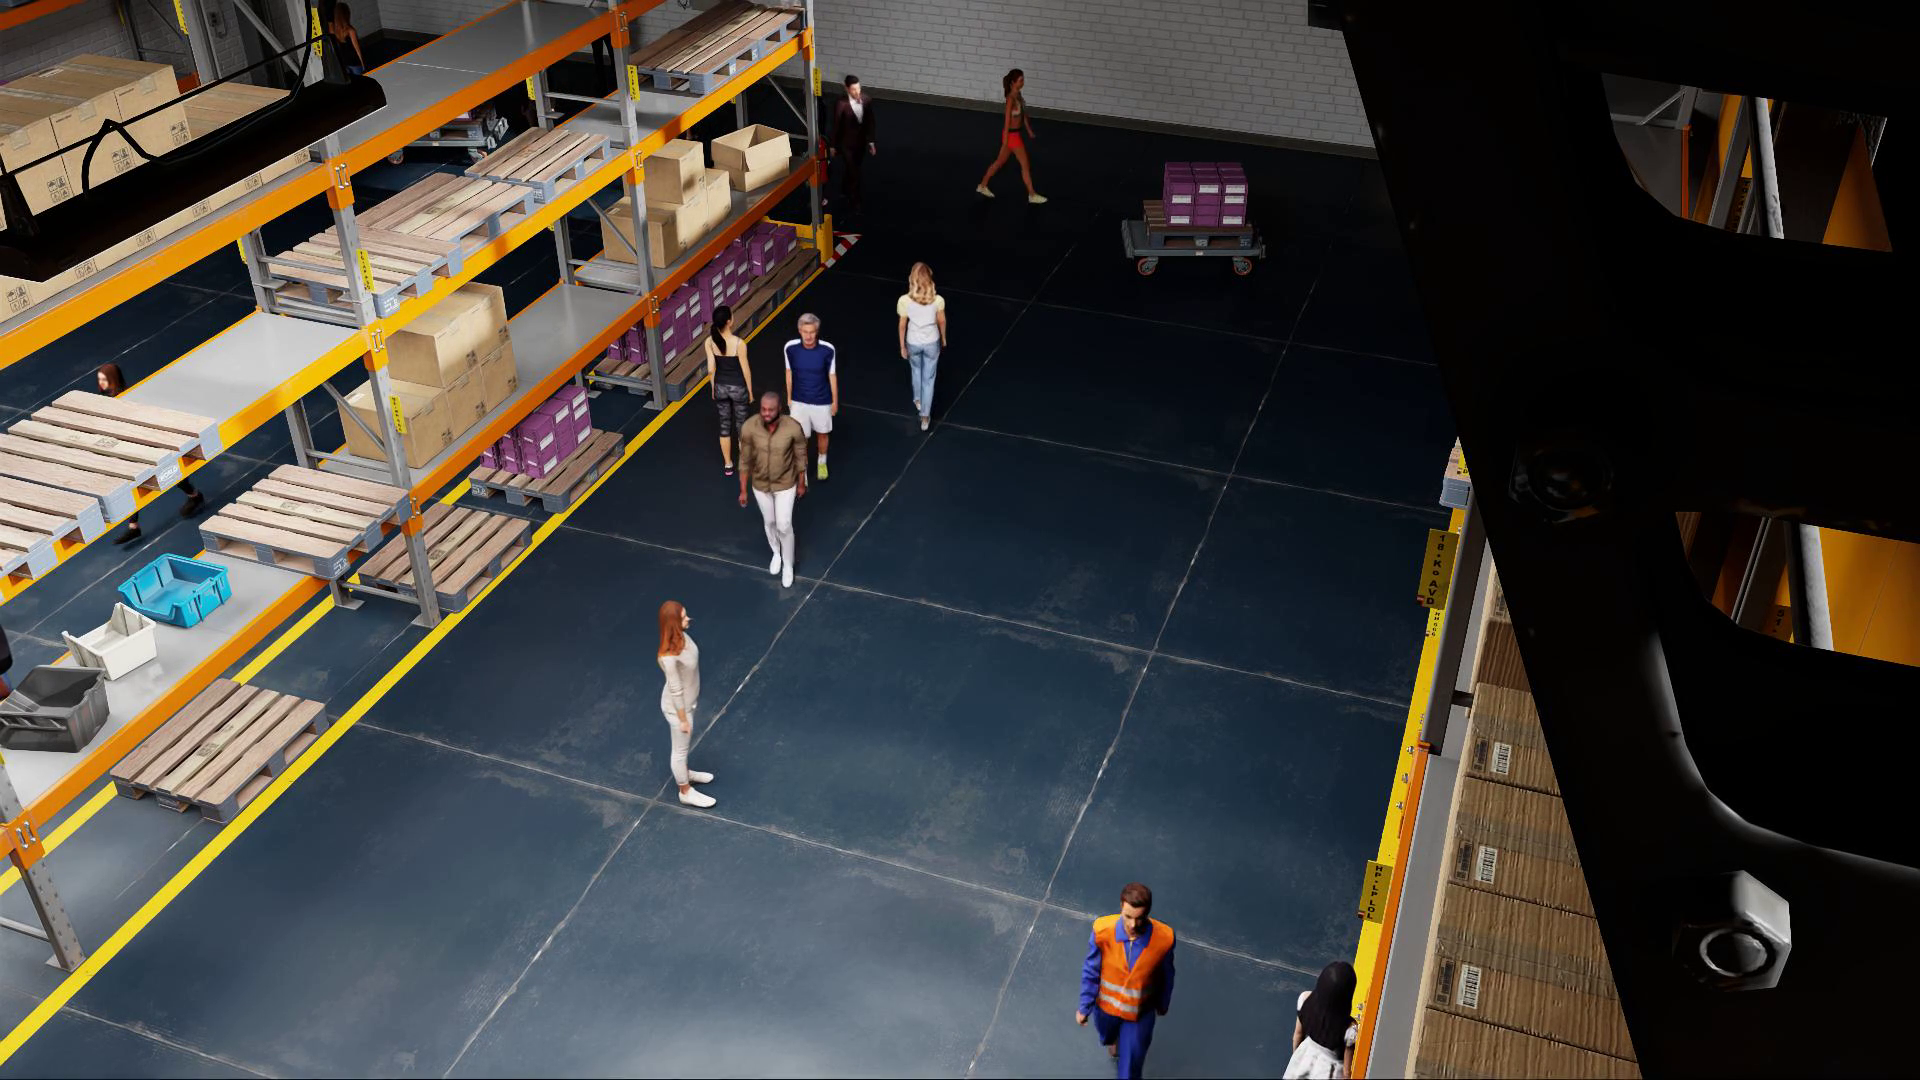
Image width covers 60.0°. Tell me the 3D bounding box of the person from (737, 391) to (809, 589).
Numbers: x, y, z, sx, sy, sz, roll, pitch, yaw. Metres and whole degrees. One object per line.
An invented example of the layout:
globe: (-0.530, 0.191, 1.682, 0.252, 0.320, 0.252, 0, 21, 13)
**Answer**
person: (-1.581, -0.518, 14.272, 0.814, 1.804, 0.817, 5, 34, 7)

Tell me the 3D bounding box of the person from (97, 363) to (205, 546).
person: (-7.265, -0.848, 14.893, 0.745, 1.666, 1.193, 17, 37, 24)

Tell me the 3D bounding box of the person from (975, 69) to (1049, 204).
person: (0.580, -5.149, 21.298, 0.767, 1.740, 1.160, 6, 34, 9)

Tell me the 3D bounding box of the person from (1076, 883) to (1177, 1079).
person: (0.942, 2.603, 9.555, 0.836, 1.828, 1.263, 6, 34, 9)

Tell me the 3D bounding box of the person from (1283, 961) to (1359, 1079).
person: (1.964, 2.962, 9.068, 0.793, 1.769, 0.773, -26, 42, -33)

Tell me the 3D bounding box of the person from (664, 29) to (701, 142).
person: (-3.934, -6.379, 23.315, 0.550, 1.554, 0.549, 15, 36, 21)

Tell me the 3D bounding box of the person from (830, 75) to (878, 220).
person: (-1.388, -5.018, 21.044, 1.182, 1.802, 1.135, -29, 43, -36)

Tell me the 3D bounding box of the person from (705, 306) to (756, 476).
person: (-2.162, -1.394, 15.660, 0.601, 1.726, 0.574, 7, 34, 10)

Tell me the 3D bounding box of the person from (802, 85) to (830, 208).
person: (-1.770, -4.968, 21.037, 0.760, 1.726, 0.679, 22, 40, 30)

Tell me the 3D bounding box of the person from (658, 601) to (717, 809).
person: (-2.001, 1.150, 11.846, 0.730, 1.713, 0.614, -1, 34, -2)

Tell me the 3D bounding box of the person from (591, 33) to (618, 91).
person: (-5.418, -7.748, 25.119, 0.750, 1.837, 0.873, -24, 40, -31)

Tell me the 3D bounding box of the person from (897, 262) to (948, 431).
person: (-0.362, -1.873, 16.406, 0.813, 1.698, 0.975, 2, 34, 2)

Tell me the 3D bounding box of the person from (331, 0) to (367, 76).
person: (-8.724, -6.827, 23.837, 0.594, 1.723, 0.521, 13, 36, 18)

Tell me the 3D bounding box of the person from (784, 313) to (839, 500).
person: (-1.377, -1.346, 15.514, 0.855, 1.808, 1.053, -1, 34, -1)
